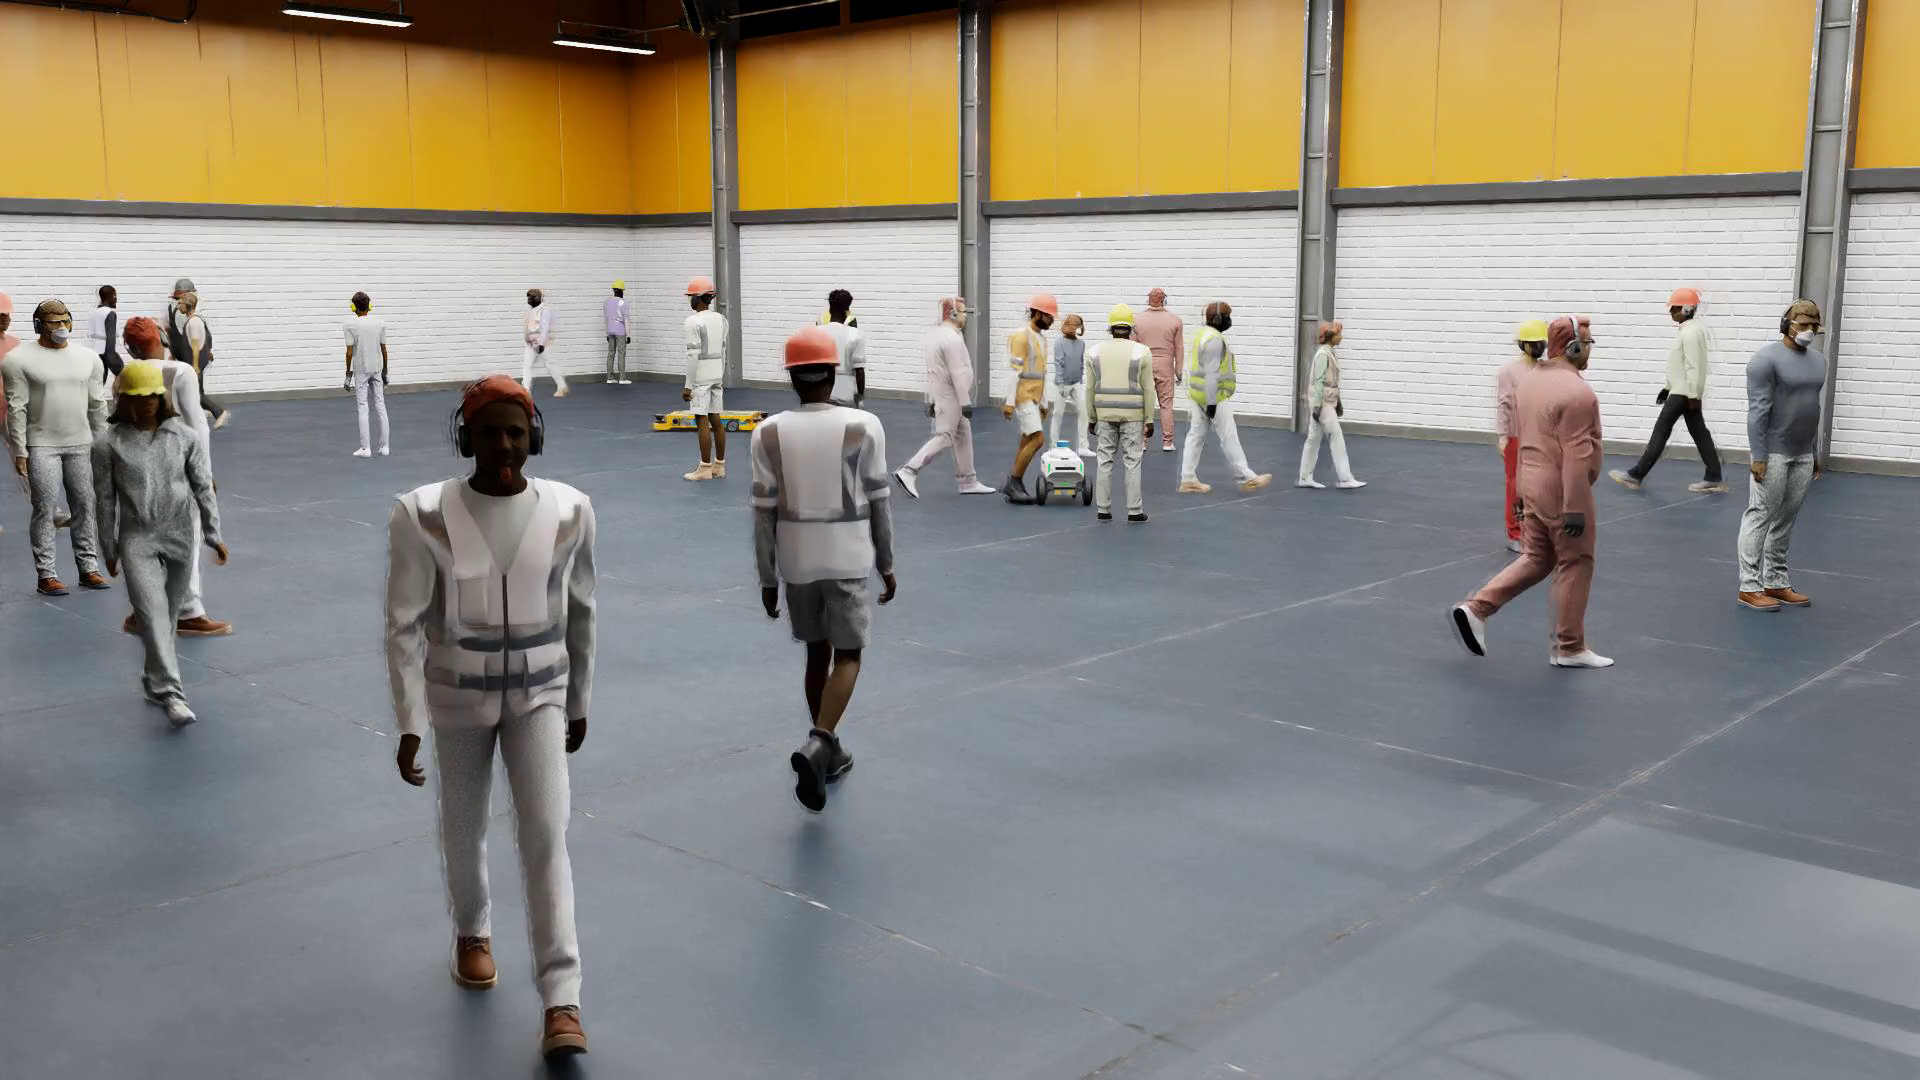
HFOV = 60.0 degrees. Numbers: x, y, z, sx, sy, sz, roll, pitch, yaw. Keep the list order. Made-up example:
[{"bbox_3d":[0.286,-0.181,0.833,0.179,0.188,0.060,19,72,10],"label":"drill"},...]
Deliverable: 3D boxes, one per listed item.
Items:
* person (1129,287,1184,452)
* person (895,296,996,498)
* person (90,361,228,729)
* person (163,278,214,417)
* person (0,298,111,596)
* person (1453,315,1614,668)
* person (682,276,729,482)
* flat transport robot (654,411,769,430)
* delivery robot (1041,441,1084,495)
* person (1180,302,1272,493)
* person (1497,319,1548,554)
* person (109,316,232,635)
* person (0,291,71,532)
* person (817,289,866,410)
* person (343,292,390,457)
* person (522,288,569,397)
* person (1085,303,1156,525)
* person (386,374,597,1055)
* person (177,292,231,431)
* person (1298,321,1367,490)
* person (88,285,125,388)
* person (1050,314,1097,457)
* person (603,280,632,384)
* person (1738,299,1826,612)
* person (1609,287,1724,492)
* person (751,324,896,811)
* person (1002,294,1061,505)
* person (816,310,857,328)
[{"bbox_3d":[2.270,-1.972,19.314,0.654,1.906,0.407,1,9,7],"label":"person"},{"bbox_3d":[-0.149,-1.328,15.473,0.907,1.875,0.631,-1,9,-9],"label":"person"},{"bbox_3d":[-3.741,0.012,7.783,0.502,1.692,0.898,-9,13,-43],"label":"person"},{"bbox_3d":[-10.969,-2.720,23.492,0.676,2.000,0.941,7,12,36],"label":"person"},{"bbox_3d":[-5.880,-0.604,10.874,0.368,1.932,0.623,8,12,41],"label":"person"},{"bbox_3d":[3.086,-0.244,8.793,0.750,1.887,0.653,-1,9,-6],"label":"person"},{"bbox_3d":[-2.568,-1.600,16.617,0.374,2.044,0.606,5,10,26],"label":"person"},{"bbox_3d":[-3.263,-1.582,21.925,1.431,0.197,0.652,0,9,2],"label":"flat transport robot"},{"bbox_3d":[0.928,-0.662,15.130,0.477,0.478,0.707,0,9,-1],"label":"delivery robot"},{"bbox_3d":[2.513,-1.335,15.709,0.901,1.802,0.654,-1,9,-4],"label":"person"},{"bbox_3d":[4.221,-0.760,12.357,0.530,1.755,0.363,-1,9,-9],"label":"person"},{"bbox_3d":[-4.578,-0.354,9.610,0.662,1.849,0.345,3,10,20],"label":"person"},{"bbox_3d":[-7.564,-0.994,13.182,1.020,1.940,0.612,4,10,21],"label":"person"},{"bbox_3d":[-1.150,-1.322,15.246,0.636,1.939,0.570,1,9,7],"label":"person"},{"bbox_3d":[-6.722,-1.870,18.836,0.518,1.861,0.329,-8,12,-40],"label":"person"},{"bbox_3d":[-6.906,-3.233,27.359,0.617,1.809,0.932,7,12,37],"label":"person"},{"bbox_3d":[1.341,-1.038,13.804,0.599,1.834,0.404,4,10,23],"label":"person"},{"bbox_3d":[-1.279,0.465,4.628,0.592,1.831,1.012,-4,10,-24],"label":"person"},{"bbox_3d":[-9.714,-2.241,21.207,0.538,1.827,0.529,-4,10,-26],"label":"person"},{"bbox_3d":[3.604,-1.273,15.901,0.750,1.606,0.547,3,10,17],"label":"person"},{"bbox_3d":[-11.732,-2.586,23.148,0.621,1.875,0.916,7,12,38],"label":"person"},{"bbox_3d":[1.267,-1.713,18.642,0.520,1.612,0.663,-7,12,-39],"label":"person"},{"bbox_3d":[-6.304,-3.830,30.687,0.581,1.918,0.406,5,11,28],"label":"person"},{"bbox_3d":[5.146,-0.529,10.382,0.627,1.936,0.374,-5,10,-27],"label":"person"},{"bbox_3d":[6.824,-1.422,15.844,1.034,1.938,0.619,5,10,28],"label":"person"},{"bbox_3d":[-0.565,0.104,6.604,0.557,1.906,0.827,2,9,10],"label":"person"},{"bbox_3d":[0.648,-1.252,14.924,0.480,1.898,0.594,4,10,25],"label":"person"},{"bbox_3d":[-1.571,-2.292,21.532,0.625,1.833,0.434,6,11,32],"label":"person"}]
